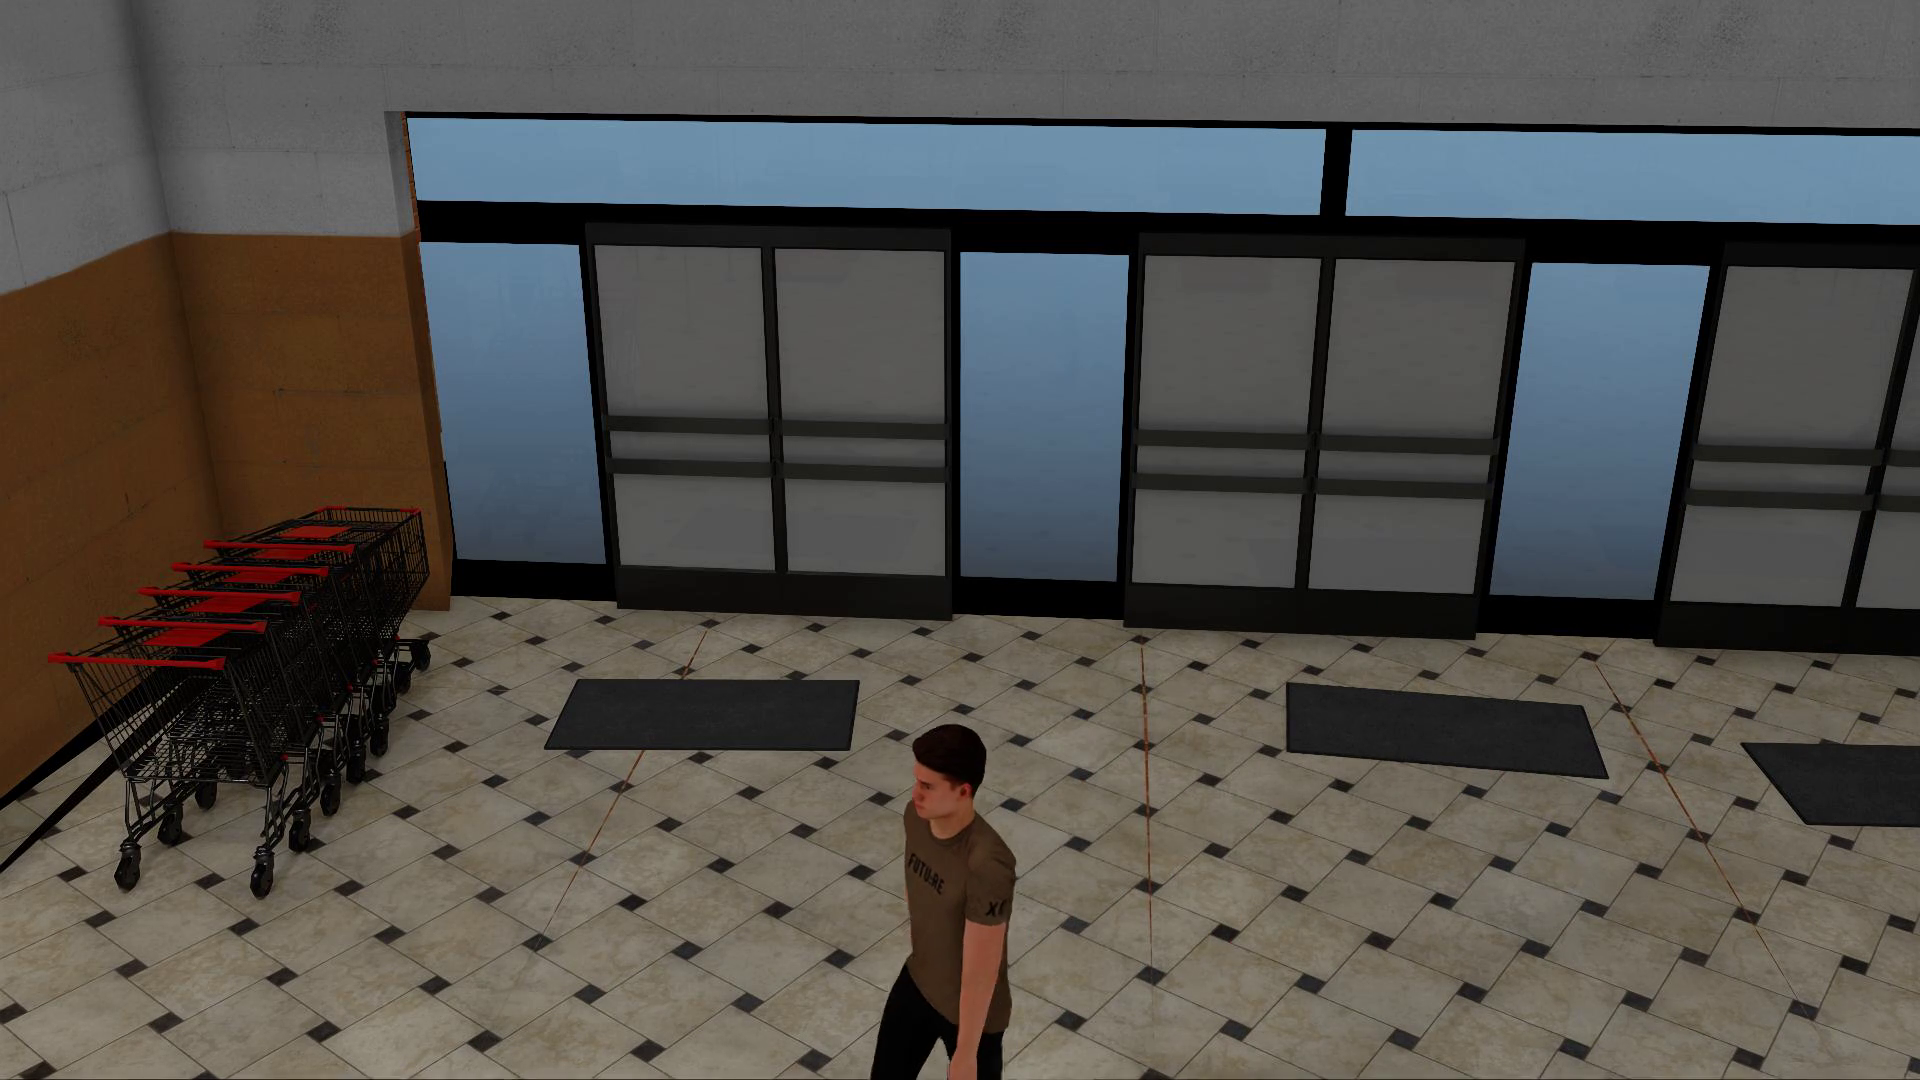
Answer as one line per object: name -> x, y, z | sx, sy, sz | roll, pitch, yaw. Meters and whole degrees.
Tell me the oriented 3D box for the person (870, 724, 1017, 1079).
person -> 0.061, 1.360, 5.064 | 0.956, 1.839, 0.898 | -14, 26, -31
